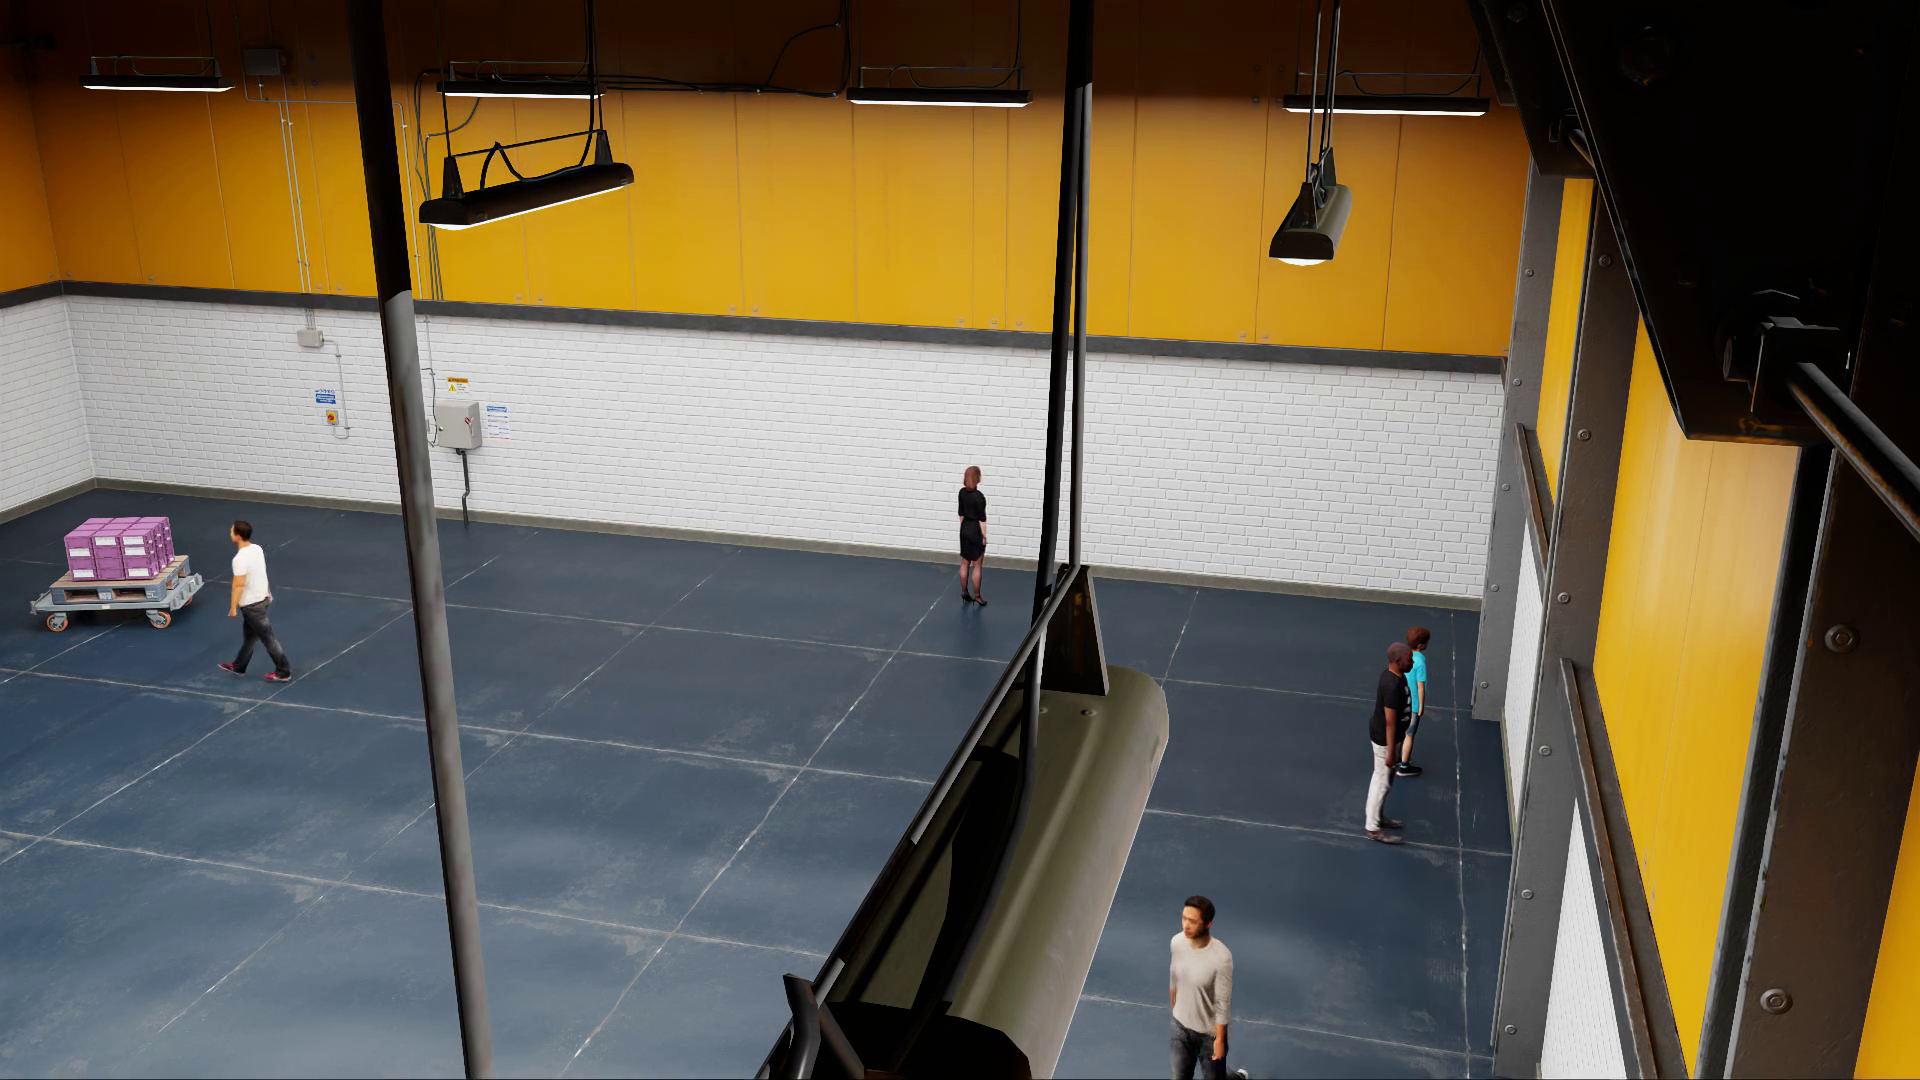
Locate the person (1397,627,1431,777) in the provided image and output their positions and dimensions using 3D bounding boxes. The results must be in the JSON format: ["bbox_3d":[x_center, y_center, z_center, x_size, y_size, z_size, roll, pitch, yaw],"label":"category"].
[{"bbox_3d":[4.199,1.482,15.559,0.651,1.448,0.559,-5,19,-15],"label":"person"}]

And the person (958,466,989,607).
[{"bbox_3d":[0.143,-0.056,19.721,0.680,1.706,0.663,-16,24,-39],"label":"person"}]

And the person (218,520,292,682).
[{"bbox_3d":[-7.321,0.663,17.476,0.920,1.777,1.045,0,19,-1],"label":"person"}]

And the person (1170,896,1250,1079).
[{"bbox_3d":[1.573,3.018,10.463,0.938,1.789,1.135,16,24,39],"label":"person"}]

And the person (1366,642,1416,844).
[{"bbox_3d":[3.680,1.711,14.320,0.691,1.804,0.512,4,19,13],"label":"person"}]
